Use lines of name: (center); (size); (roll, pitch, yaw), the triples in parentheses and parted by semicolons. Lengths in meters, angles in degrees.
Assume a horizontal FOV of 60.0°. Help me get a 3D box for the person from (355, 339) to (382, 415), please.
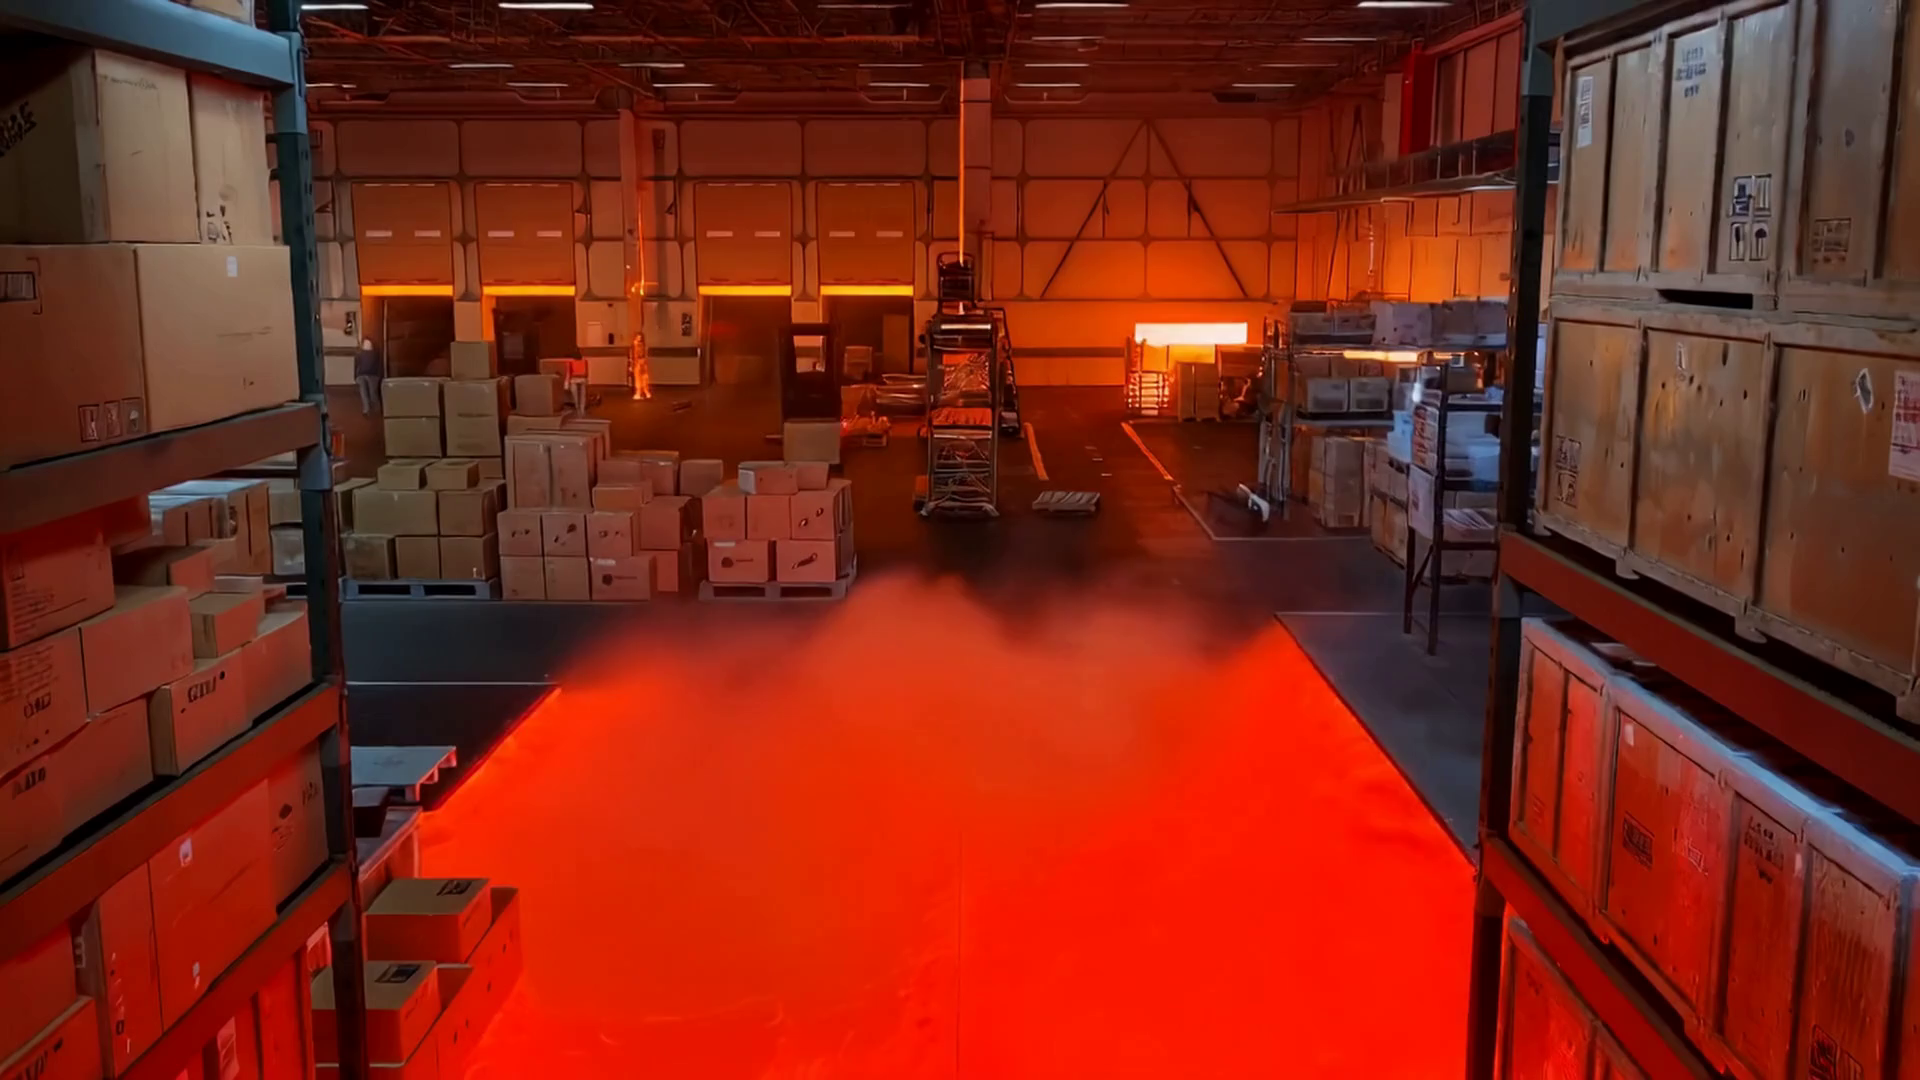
person: (-15.073, -4.162, 42.430); (0.634, 1.936, 0.351); (-3, 10, -16)

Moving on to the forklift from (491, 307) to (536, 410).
forklift: (-10.749, -4.230, 40.109); (1.129, 2.768, 1.873); (0, 10, 1)

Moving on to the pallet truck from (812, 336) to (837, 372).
pallet truck: (-3.021, -4.312, 43.126); (1.885, 1.965, 0.823); (3, 10, 17)

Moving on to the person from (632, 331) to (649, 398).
person: (-9.076, -4.969, 47.128); (0.546, 1.927, 0.390); (6, 11, 31)

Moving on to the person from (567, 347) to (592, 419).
person: (-9.316, -3.800, 40.688); (0.577, 1.833, 0.992); (-3, 10, -17)

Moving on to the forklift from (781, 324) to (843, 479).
forklift: (-2.741, -2.587, 30.628); (1.129, 2.768, 1.873); (-1, 10, -6)
